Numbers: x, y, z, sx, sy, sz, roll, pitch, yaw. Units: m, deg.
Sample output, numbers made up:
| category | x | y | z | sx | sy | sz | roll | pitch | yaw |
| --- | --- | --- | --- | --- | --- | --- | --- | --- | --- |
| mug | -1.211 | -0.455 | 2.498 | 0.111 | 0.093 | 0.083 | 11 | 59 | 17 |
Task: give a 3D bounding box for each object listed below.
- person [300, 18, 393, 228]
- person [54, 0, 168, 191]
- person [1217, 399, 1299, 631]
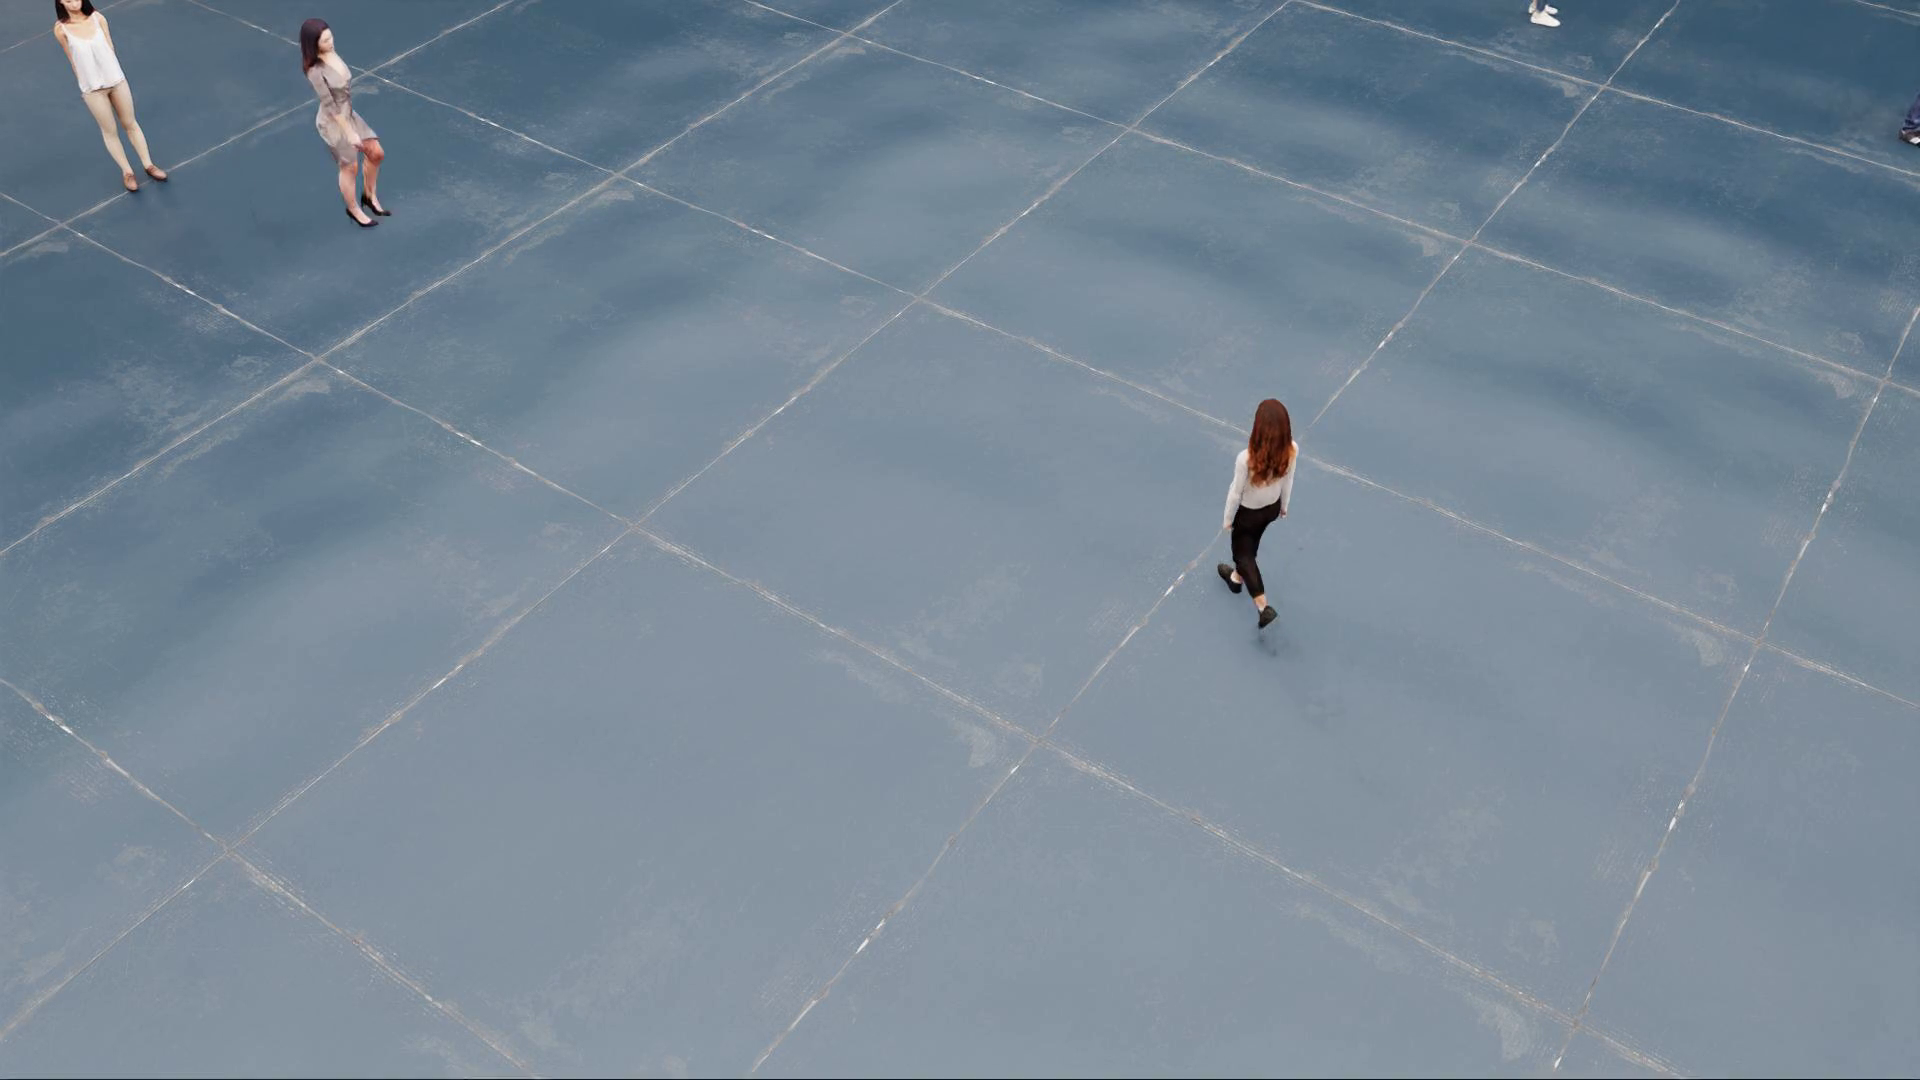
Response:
| category | x | y | z | sx | sy | sz | roll | pitch | yaw |
| --- | --- | --- | --- | --- | --- | --- | --- | --- | --- |
| person | -4.618 | -3.019 | 12.187 | 0.757 | 1.724 | 0.716 | 0 | 43 | 0 |
| person | -6.599 | -3.521 | 12.777 | 0.566 | 1.653 | 0.624 | 26 | 49 | 25 |
| person | 1.686 | -0.132 | 9.282 | 0.849 | 1.469 | 0.983 | -14 | 45 | -15 |
